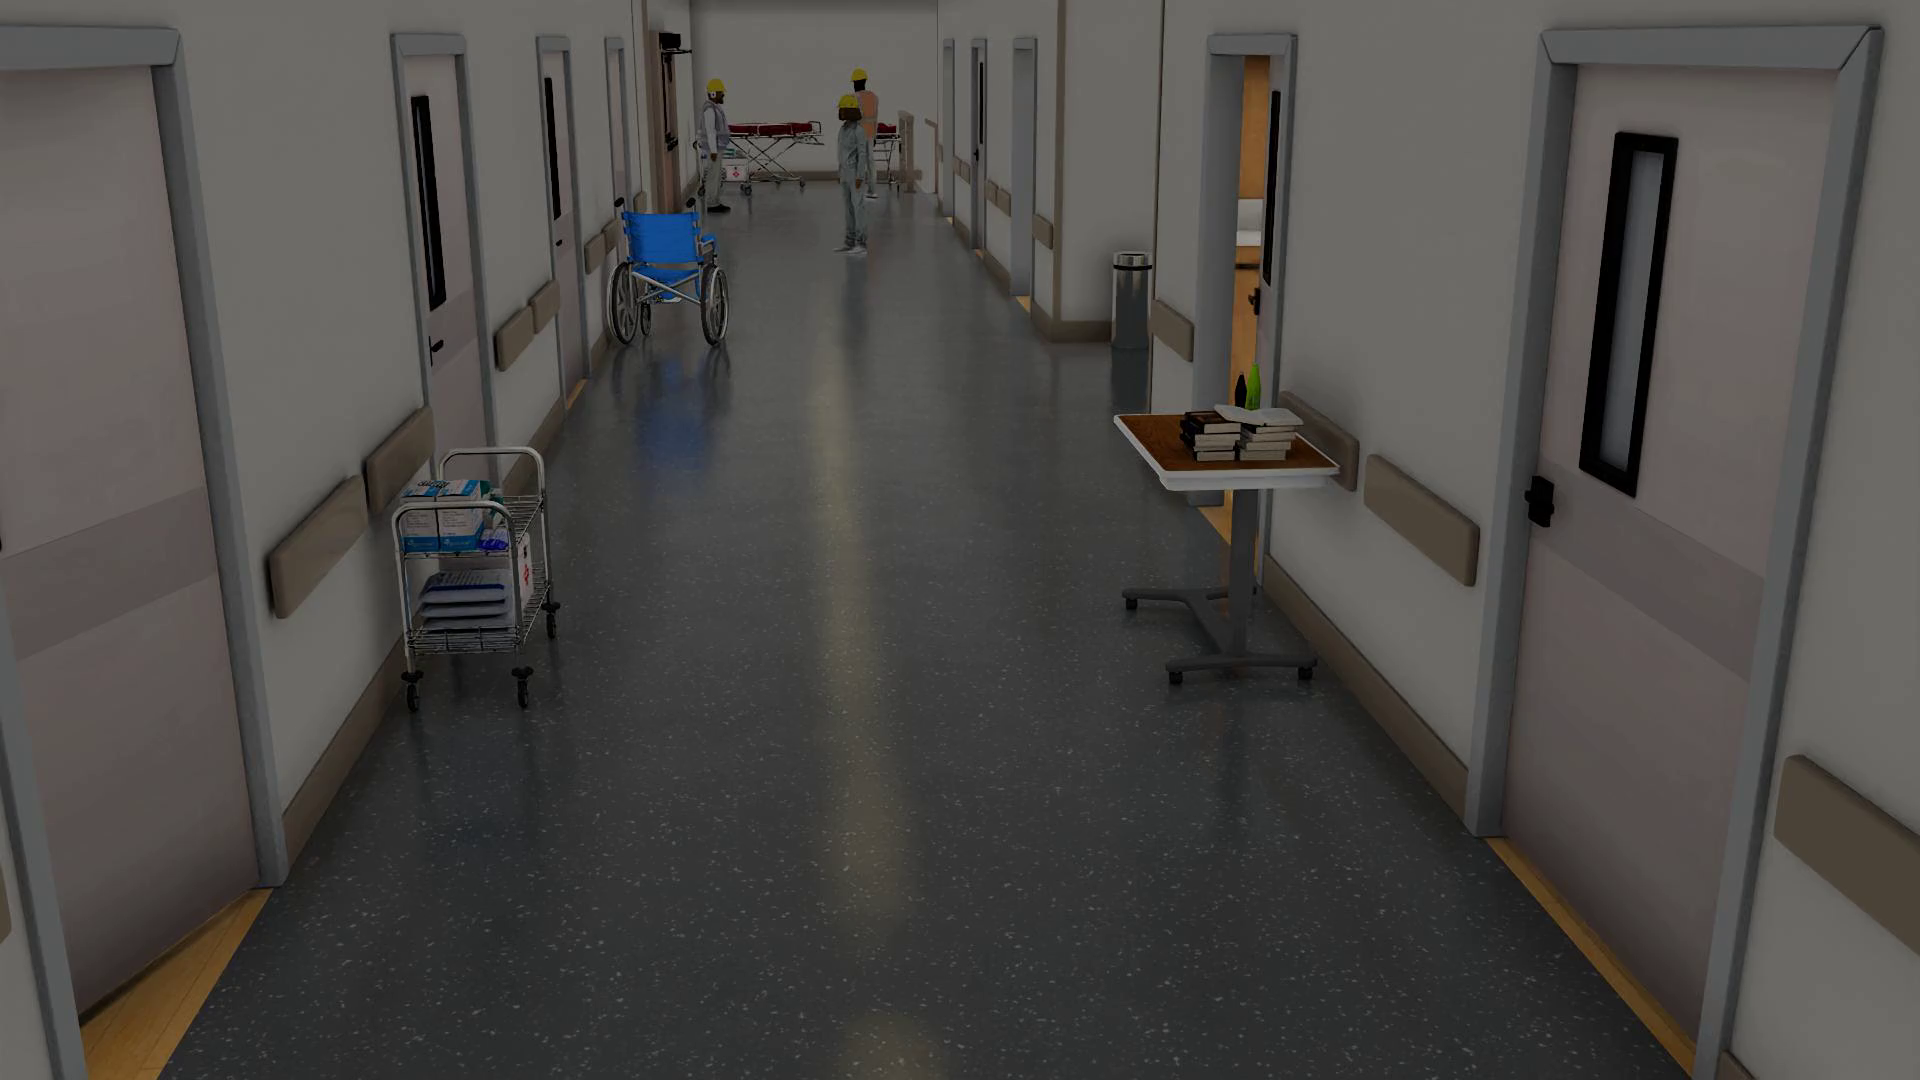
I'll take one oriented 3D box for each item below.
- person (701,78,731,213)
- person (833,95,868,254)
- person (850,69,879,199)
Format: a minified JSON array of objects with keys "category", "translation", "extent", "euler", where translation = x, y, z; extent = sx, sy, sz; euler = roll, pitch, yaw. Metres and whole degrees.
[{"category":"person","translation":[-3.386,-5.462,23.089],"extent":[0.404,1.824,0.586],"euler":[0,17,-1]},{"category":"person","translation":[-1.229,-4.074,18.574],"extent":[0.299,1.745,0.483],"euler":[-11,20,-32]},{"category":"person","translation":[-1.482,-6.120,25.116],"extent":[0.397,1.920,0.586],"euler":[14,22,40]}]
